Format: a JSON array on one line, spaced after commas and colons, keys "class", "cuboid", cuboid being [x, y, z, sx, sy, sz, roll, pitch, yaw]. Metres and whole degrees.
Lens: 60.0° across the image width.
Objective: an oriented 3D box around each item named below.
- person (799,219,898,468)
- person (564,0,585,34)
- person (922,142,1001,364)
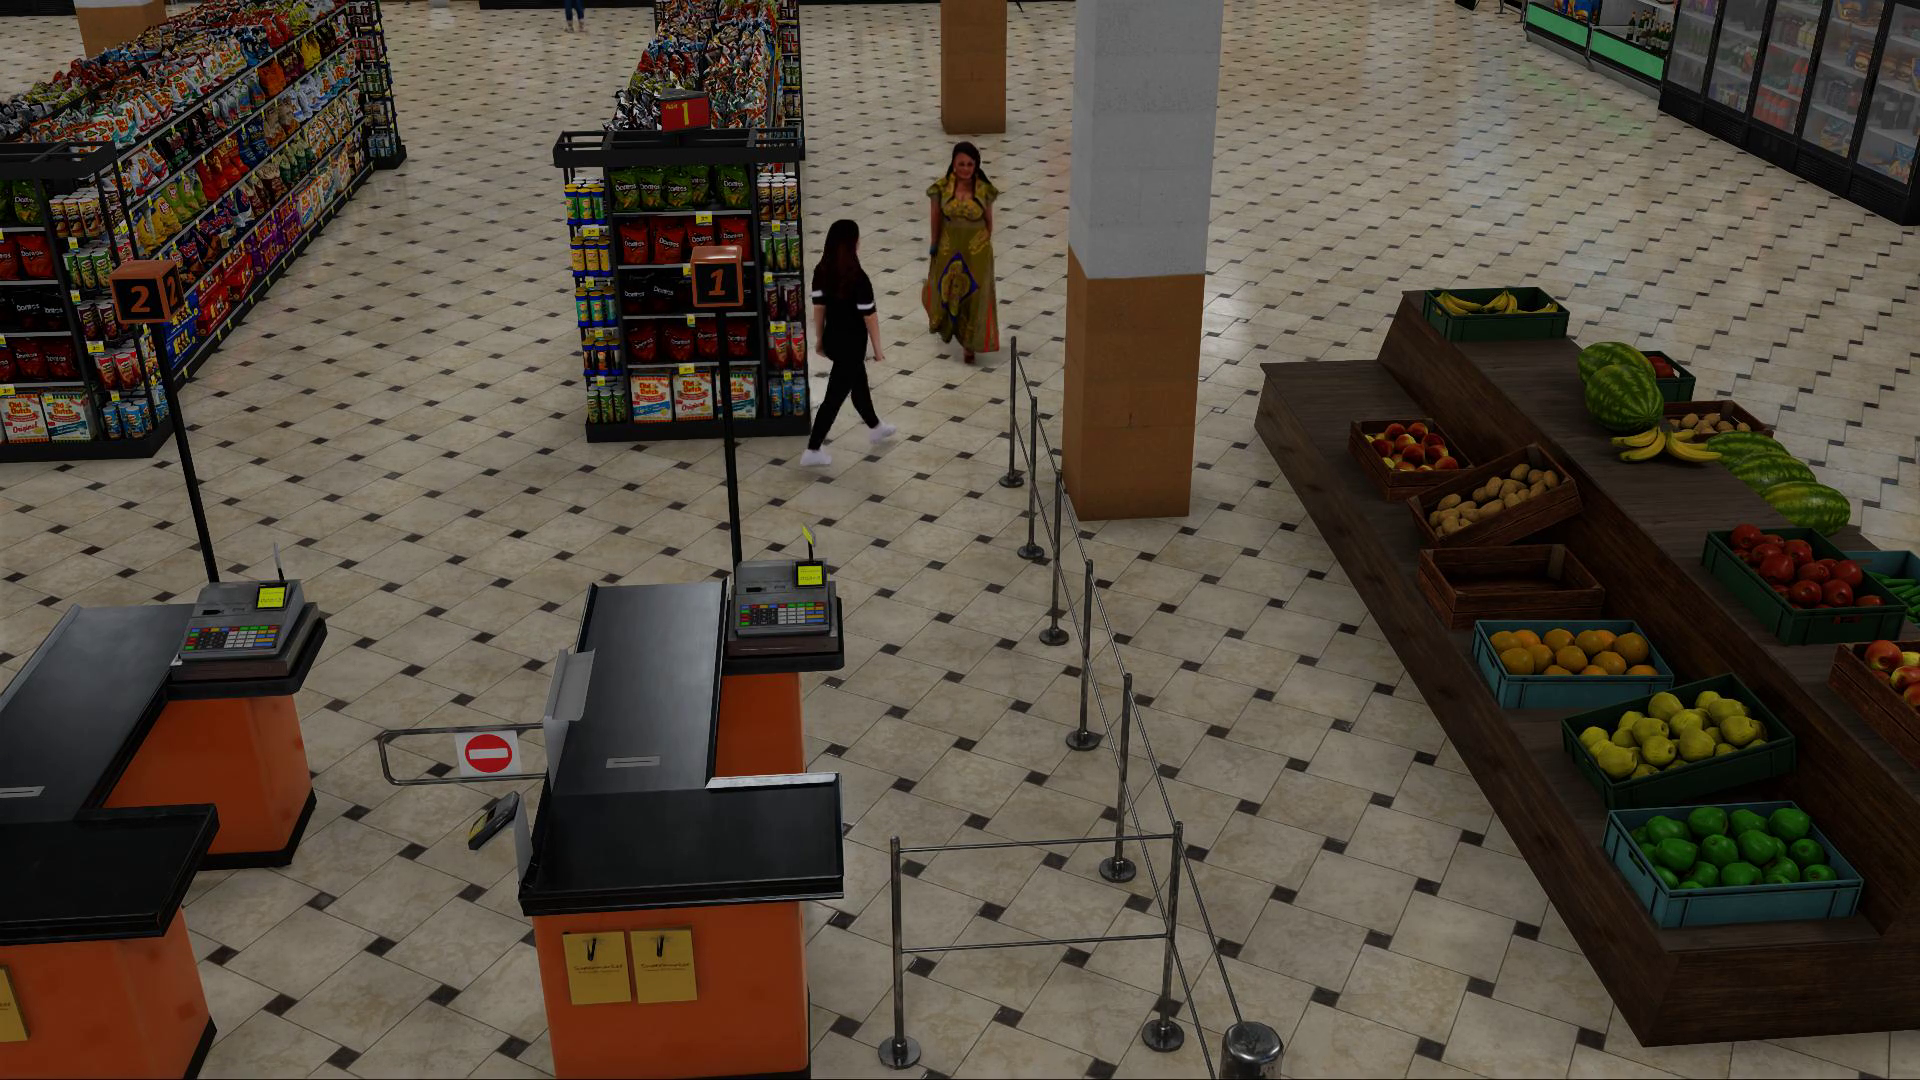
[{"class": "person", "cuboid": [-0.782, -1.207, 10.652, 1.094, 1.594, 1.159, 20, 33, 34]}, {"class": "person", "cuboid": [-5.837, -8.354, 24.871, 0.659, 1.482, 0.685, -18, 32, -32]}, {"class": "person", "cuboid": [0.010, -2.197, 12.547, 0.708, 1.646, 0.913, -2, 27, -5]}]
